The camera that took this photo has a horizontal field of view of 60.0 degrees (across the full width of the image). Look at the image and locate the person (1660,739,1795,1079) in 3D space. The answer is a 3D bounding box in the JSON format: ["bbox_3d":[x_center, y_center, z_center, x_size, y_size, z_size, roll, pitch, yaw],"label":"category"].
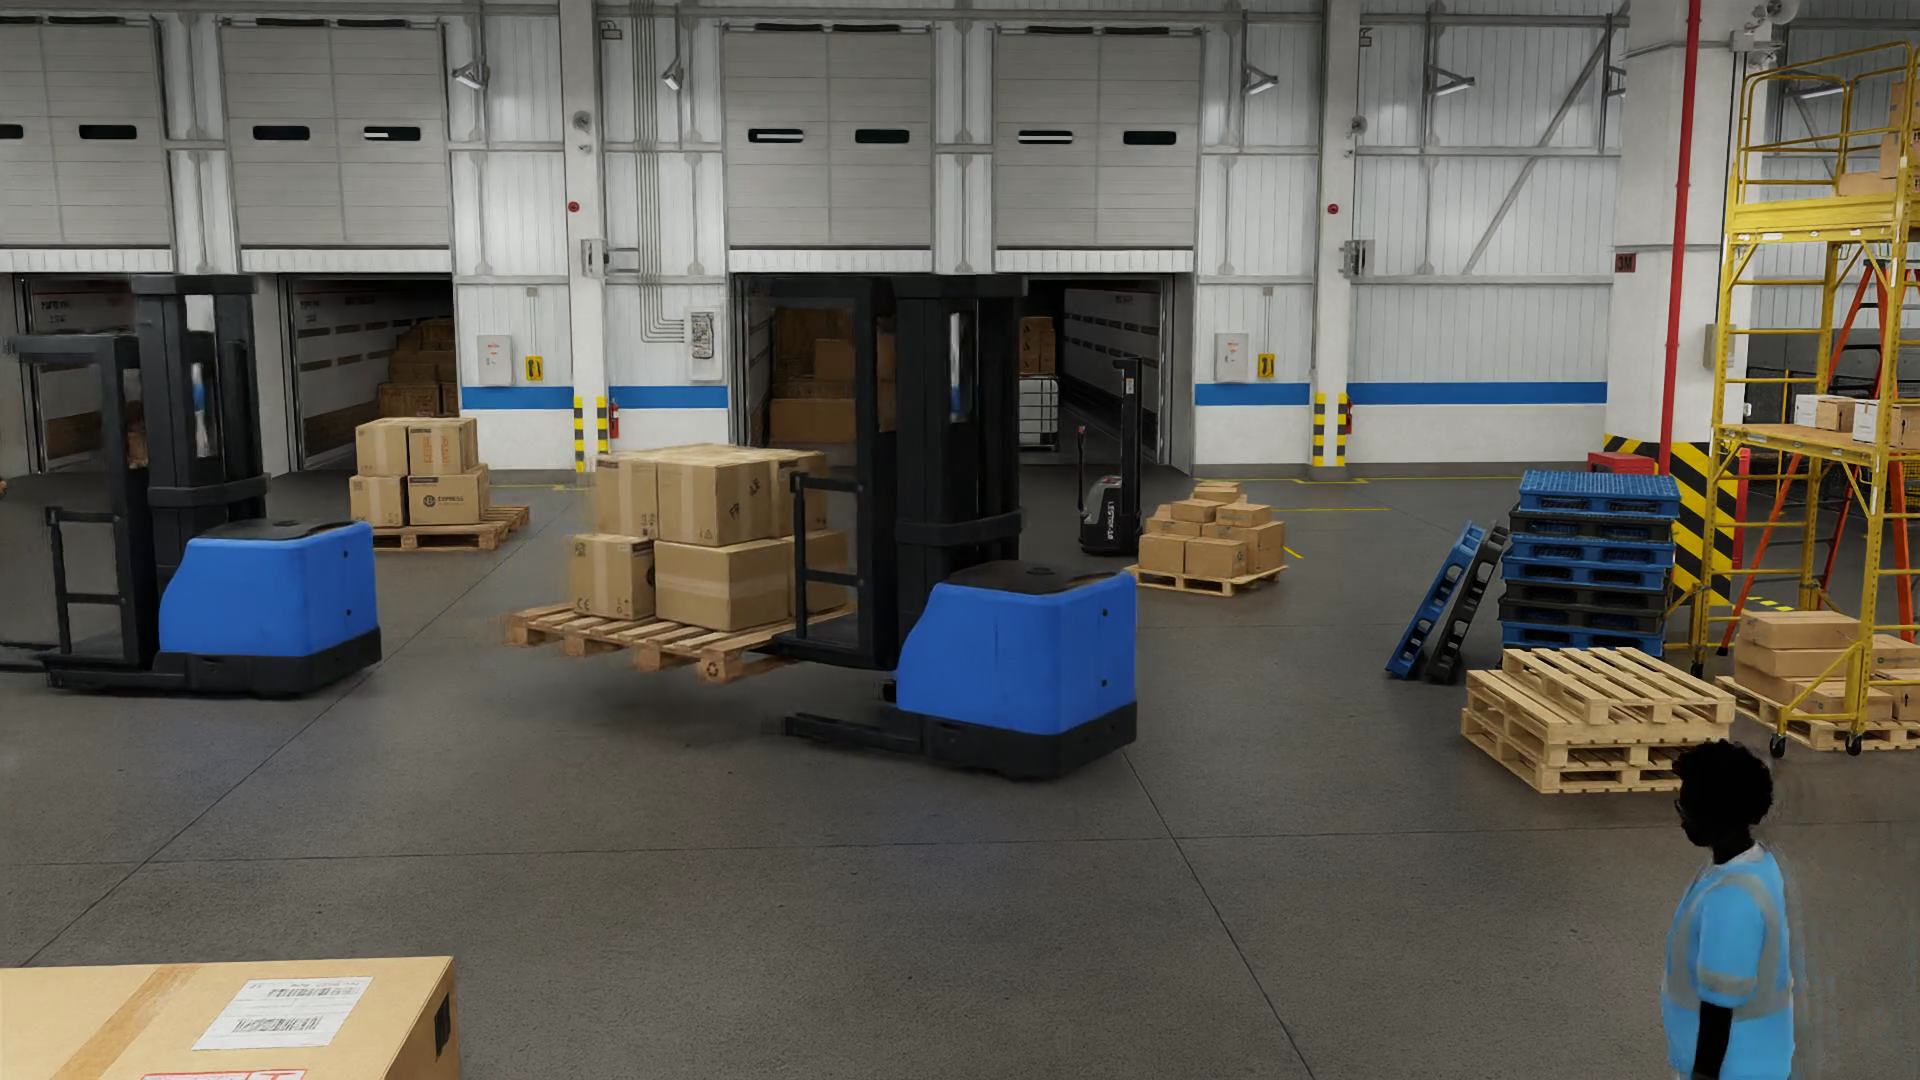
[{"bbox_3d":[1.999,1.322,4.214,0.496,1.673,0.555,5,10,28],"label":"person"}]

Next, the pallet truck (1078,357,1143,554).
[{"bbox_3d":[2.088,-0.836,16.757,1.885,1.965,0.823,2,9,13],"label":"pallet truck"}]

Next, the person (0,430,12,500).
[{"bbox_3d":[-11.934,-1.264,20.430,0.498,1.687,0.540,1,9,7],"label":"person"}]

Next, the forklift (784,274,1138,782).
[{"bbox_3d":[0.024,-0.165,9.784,1.873,2.768,1.129,6,11,34],"label":"forklift"}]

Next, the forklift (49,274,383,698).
[{"bbox_3d":[-5.124,-0.422,11.397,1.873,2.768,1.129,2,9,10],"label":"forklift"}]
